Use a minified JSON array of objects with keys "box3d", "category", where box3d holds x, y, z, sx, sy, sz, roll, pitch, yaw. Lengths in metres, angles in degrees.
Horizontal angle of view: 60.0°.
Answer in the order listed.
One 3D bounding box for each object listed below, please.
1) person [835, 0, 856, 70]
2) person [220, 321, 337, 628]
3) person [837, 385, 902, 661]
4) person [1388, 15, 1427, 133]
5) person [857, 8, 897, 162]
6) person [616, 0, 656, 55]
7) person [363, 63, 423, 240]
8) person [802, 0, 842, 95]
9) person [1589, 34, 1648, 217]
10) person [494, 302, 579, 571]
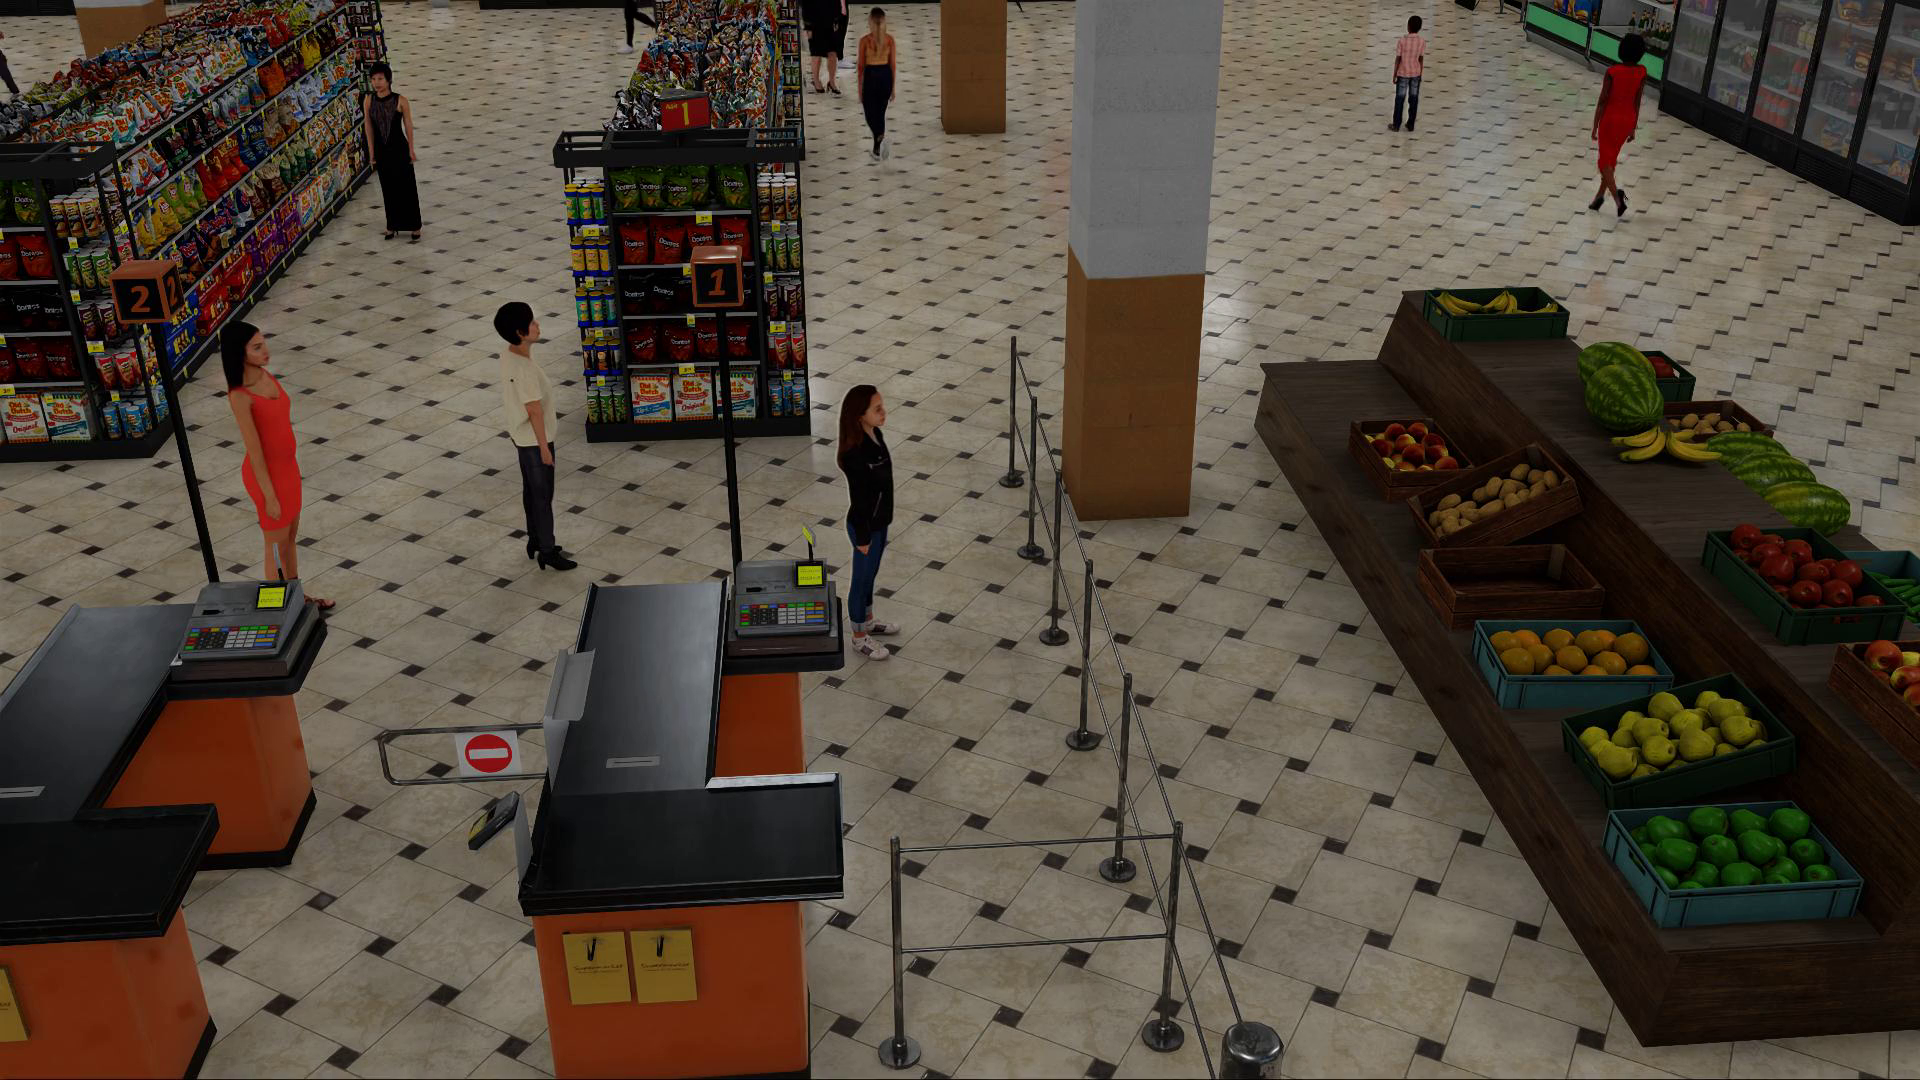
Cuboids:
[{"box3d":[-1.612,-7.243,22.506,0.666,1.638,0.526,-4,27,-7],"category":"person"},{"box3d":[-3.637,-0.331,8.788,0.640,1.719,0.458,-3,27,-6],"category":"person"},{"box3d":[-0.481,-0.115,8.622,0.676,1.483,0.521,4,27,9],"category":"person"},{"box3d":[5.191,-5.388,19.216,0.503,1.306,0.501,0,27,0],"category":"person"},{"box3d":[-0.866,-4.819,17.753,0.719,1.613,0.988,-9,28,-17],"category":"person"},{"box3d":[-4.531,-7.752,23.388,1.022,1.749,1.116,-18,32,-31],"category":"person"},{"box3d":[-5.219,-3.575,15.311,0.584,1.604,0.504,-1,27,-2],"category":"person"},{"box3d":[-1.772,-6.441,20.921,0.856,1.641,0.899,-16,31,-28],"category":"person"},{"box3d":[6.267,-3.891,15.805,0.578,1.721,1.001,-3,27,-5],"category":"person"},{"box3d":[-2.421,-0.582,9.428,0.713,1.587,0.561,-14,30,-26],"category":"person"}]
